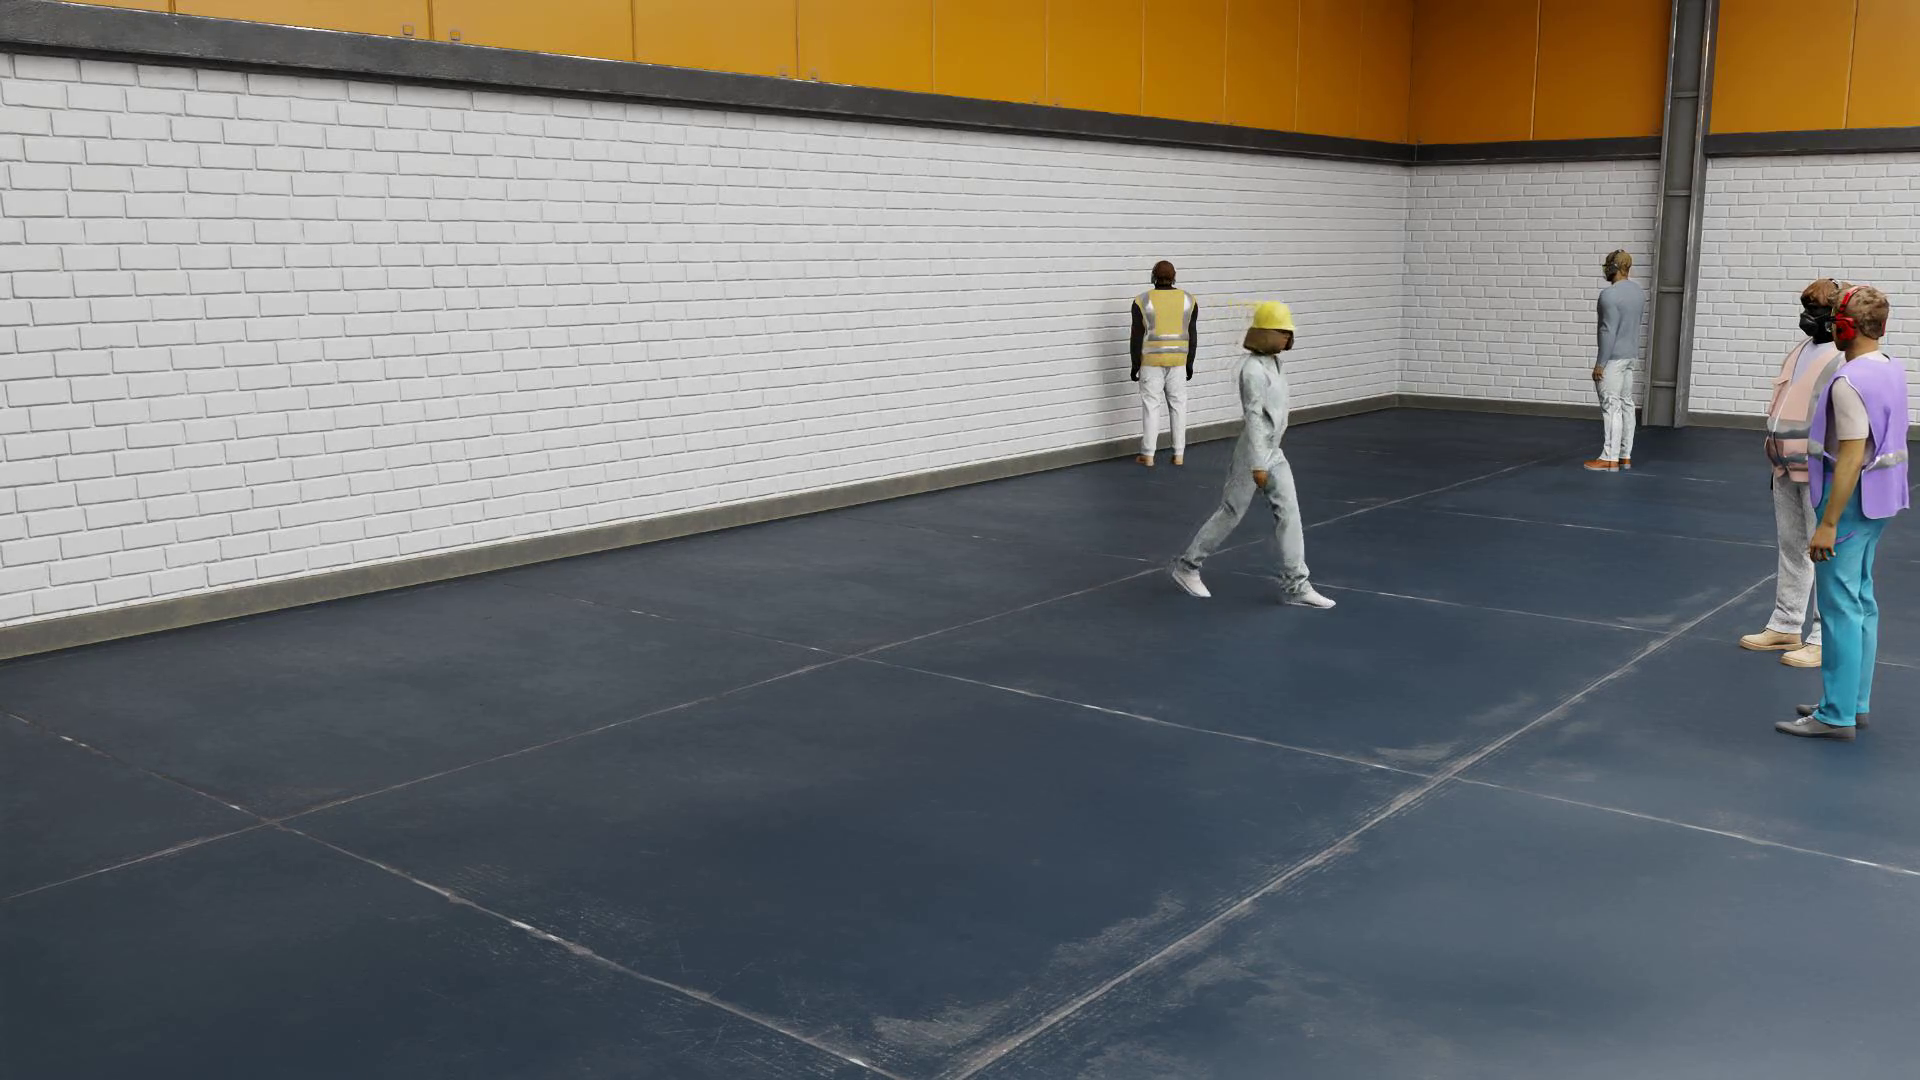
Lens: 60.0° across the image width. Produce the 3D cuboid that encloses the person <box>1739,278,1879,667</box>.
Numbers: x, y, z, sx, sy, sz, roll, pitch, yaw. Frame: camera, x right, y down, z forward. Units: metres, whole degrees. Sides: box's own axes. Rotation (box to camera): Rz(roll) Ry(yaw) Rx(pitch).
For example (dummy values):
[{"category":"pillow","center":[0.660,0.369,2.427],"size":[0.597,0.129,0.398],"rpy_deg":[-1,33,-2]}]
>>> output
[{"category":"person","center":[4.081,-0.320,7.959],"size":[0.429,1.844,0.625],"rpy_deg":[-1,10,-6]}]

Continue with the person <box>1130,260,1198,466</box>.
[{"category":"person","center":[1.817,-1.586,14.970],"size":[0.626,1.844,0.429],"rpy_deg":[-2,10,-11]}]

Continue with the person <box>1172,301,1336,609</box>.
[{"category":"person","center":[1.620,-0.480,9.246],"size":[0.922,1.696,0.493],"rpy_deg":[6,12,30]}]

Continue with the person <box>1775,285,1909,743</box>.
[{"category":"person","center":[3.611,-0.100,6.731],"size":[0.375,1.842,0.575],"rpy_deg":[9,14,41]}]

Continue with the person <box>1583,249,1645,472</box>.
[{"category":"person","center":[5.761,-1.571,14.616],"size":[0.634,1.937,0.355],"rpy_deg":[-9,14,-42]}]
